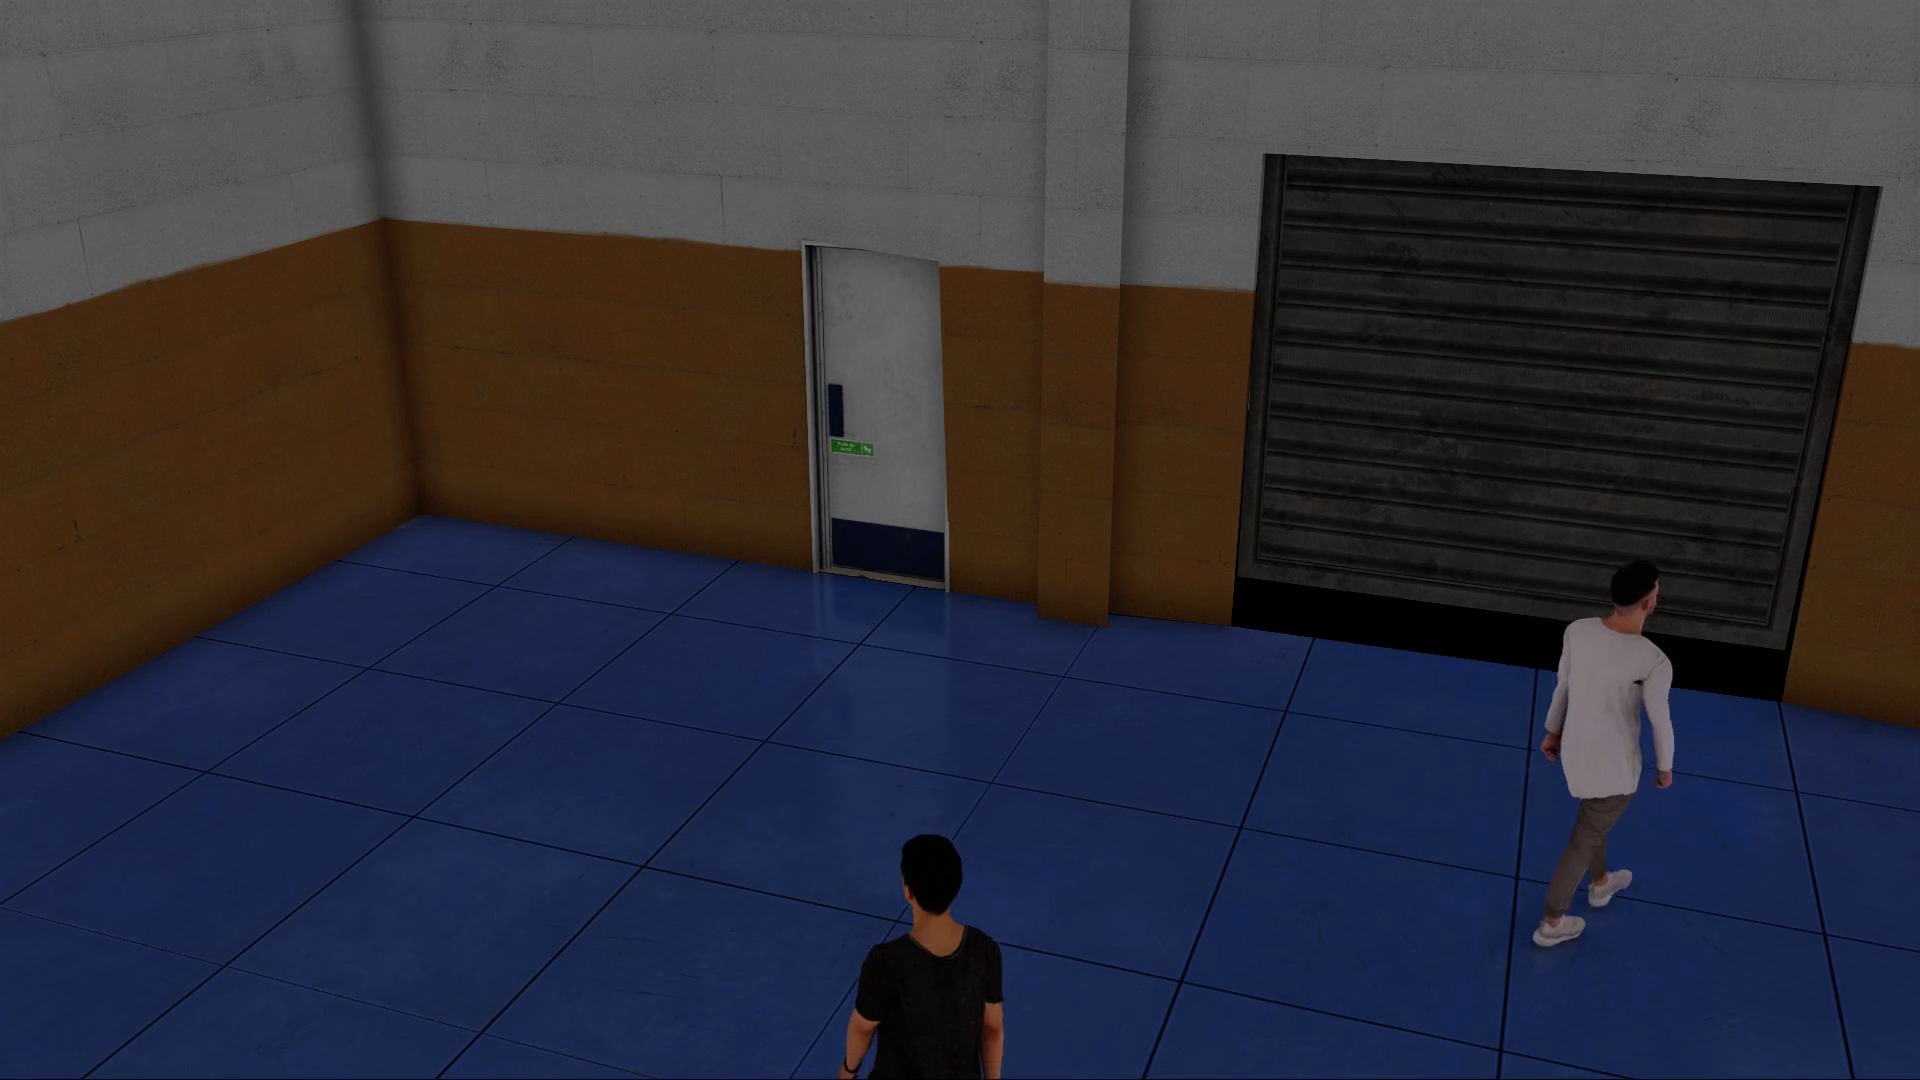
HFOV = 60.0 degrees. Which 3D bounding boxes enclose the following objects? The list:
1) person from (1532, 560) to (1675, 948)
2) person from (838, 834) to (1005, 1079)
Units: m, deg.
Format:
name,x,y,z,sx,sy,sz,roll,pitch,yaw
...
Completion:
name,x,y,z,sx,sy,sz,roll,pitch,yaw
person,2.721,0.962,7.199,1.070,1.810,1.036,-12,25,-27
person,-0.081,1.792,5.323,1.072,1.669,1.118,-9,24,-22
